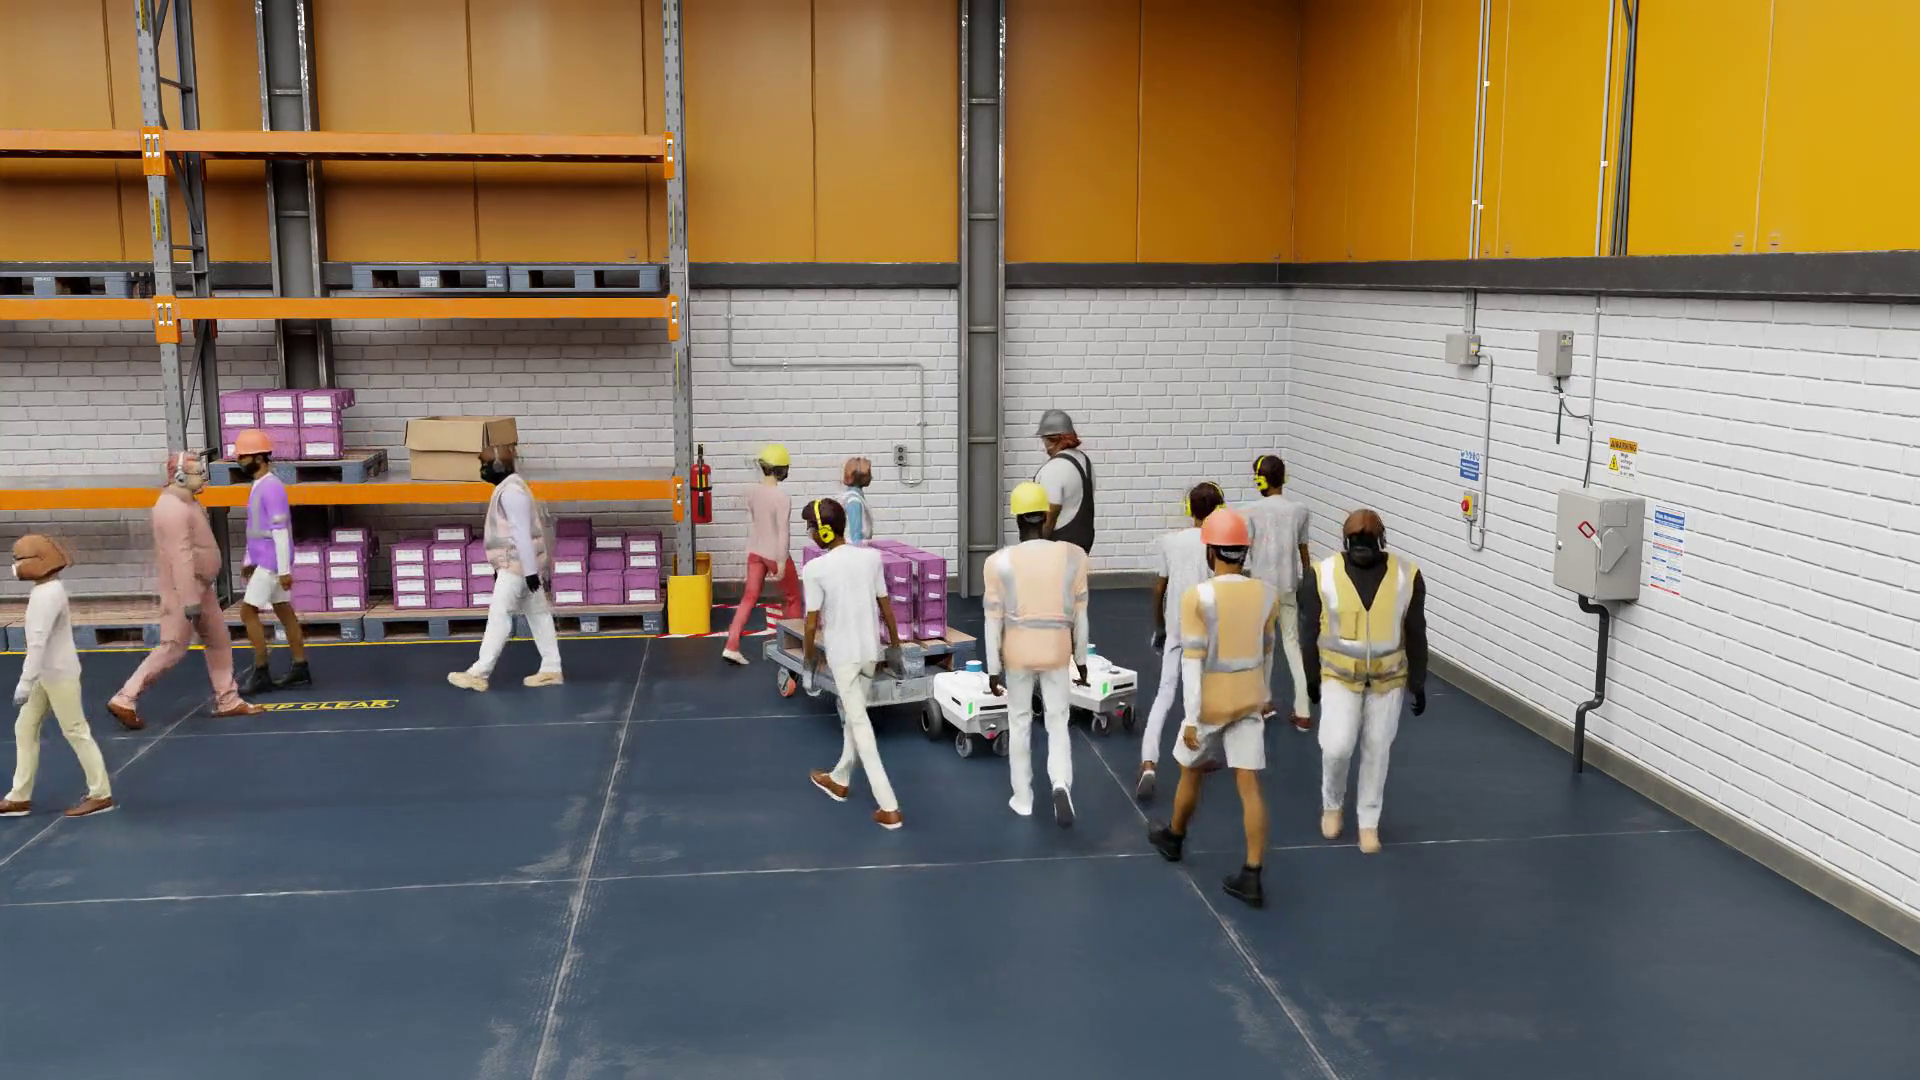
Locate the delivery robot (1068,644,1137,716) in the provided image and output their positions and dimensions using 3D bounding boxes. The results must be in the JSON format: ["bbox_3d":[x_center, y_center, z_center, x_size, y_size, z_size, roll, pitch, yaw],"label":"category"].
[{"bbox_3d":[0.853,0.937,11.104,0.477,0.478,0.707,-7,11,-37],"label":"delivery robot"}]

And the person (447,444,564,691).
[{"bbox_3d":[-3.341,0.206,12.098,0.905,1.796,0.647,-2,9,-12],"label":"person"}]

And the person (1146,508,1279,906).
[{"bbox_3d":[1.278,0.779,8.239,0.565,1.880,0.994,-4,10,-21],"label":"person"}]

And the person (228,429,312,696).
[{"bbox_3d":[-5.084,0.158,12.010,0.717,1.910,0.557,-4,10,-25],"label":"person"}]

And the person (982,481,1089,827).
[{"bbox_3d":[0.423,0.635,9.074,0.603,1.905,0.666,-1,9,-6],"label":"person"}]

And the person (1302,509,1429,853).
[{"bbox_3d":[2.115,0.736,8.706,0.632,1.823,0.443,1,9,6],"label":"person"}]

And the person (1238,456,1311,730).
[{"bbox_3d":[2.099,0.351,11.116,0.537,1.821,0.567,-2,9,-14],"label":"person"}]

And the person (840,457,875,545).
[{"bbox_3d":[-0.849,0.161,12.923,0.566,1.623,0.528,0,9,-3],"label":"person"}]

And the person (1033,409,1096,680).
[{"bbox_3d":[0.740,0.016,12.523,0.533,2.000,0.702,5,10,29],"label":"person"}]

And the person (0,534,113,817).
[{"bbox_3d":[-5.101,0.775,9.144,0.749,1.602,0.505,-6,11,-33],"label":"person"}]

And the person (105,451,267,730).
[{"bbox_3d":[-5.229,0.337,11.086,0.914,1.872,0.653,-3,10,-18],"label":"person"}]

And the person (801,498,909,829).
[{"bbox_3d":[-0.635,0.660,9.221,0.593,1.811,0.938,-7,11,-37],"label":"person"}]

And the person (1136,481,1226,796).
[{"bbox_3d":[1.299,0.570,9.772,0.574,1.819,0.959,6,11,33],"label":"person"}]

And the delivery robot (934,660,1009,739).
[{"bbox_3d":[0.090,1.014,10.621,0.477,0.478,0.707,-3,10,-20],"label":"delivery robot"}]

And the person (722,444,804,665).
[{"bbox_3d":[-1.489,0.111,12.932,0.517,1.720,0.920,8,12,41],"label":"person"}]
